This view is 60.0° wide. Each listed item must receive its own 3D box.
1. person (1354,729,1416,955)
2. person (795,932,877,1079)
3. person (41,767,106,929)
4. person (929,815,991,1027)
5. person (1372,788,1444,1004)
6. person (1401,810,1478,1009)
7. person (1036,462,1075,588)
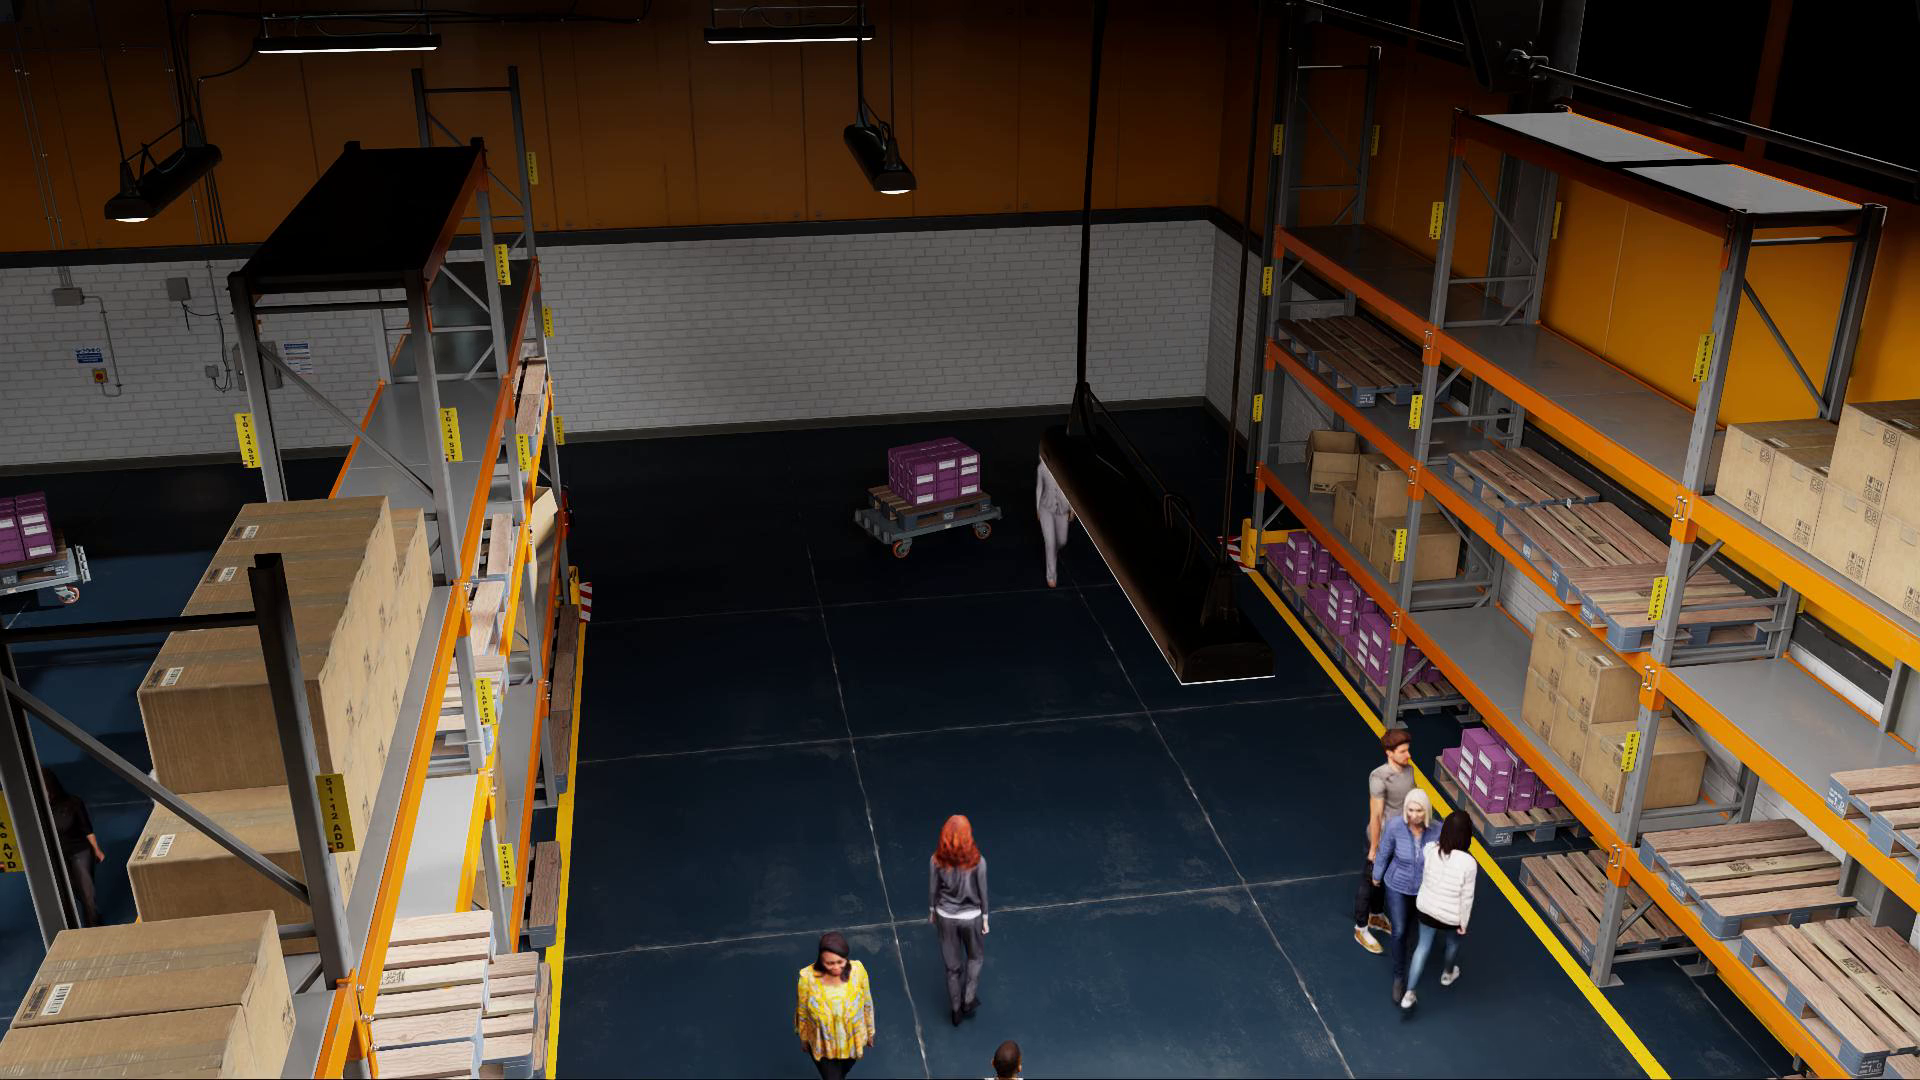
[{"bbox_3d":[3.336,2.313,13.031,0.740,1.897,0.755,-21,31,-39],"label":"person"},{"bbox_3d":[-0.835,3.288,11.145,0.810,1.620,1.064,-8,25,-18],"label":"person"},{"bbox_3d":[-6.993,2.456,13.082,0.687,1.594,1.079,-8,25,-18],"label":"person"},{"bbox_3d":[-0.015,2.807,12.057,0.675,1.772,0.664,3,24,7],"label":"person"},{"bbox_3d":[3.425,2.574,12.683,0.932,1.697,1.234,1,24,2],"label":"person"},{"bbox_3d":[3.539,2.773,12.346,1.043,1.602,1.102,15,28,31],"label":"person"},{"bbox_3d":[1.095,-0.373,19.361,0.665,1.748,1.014,-1,24,-3],"label":"person"}]
